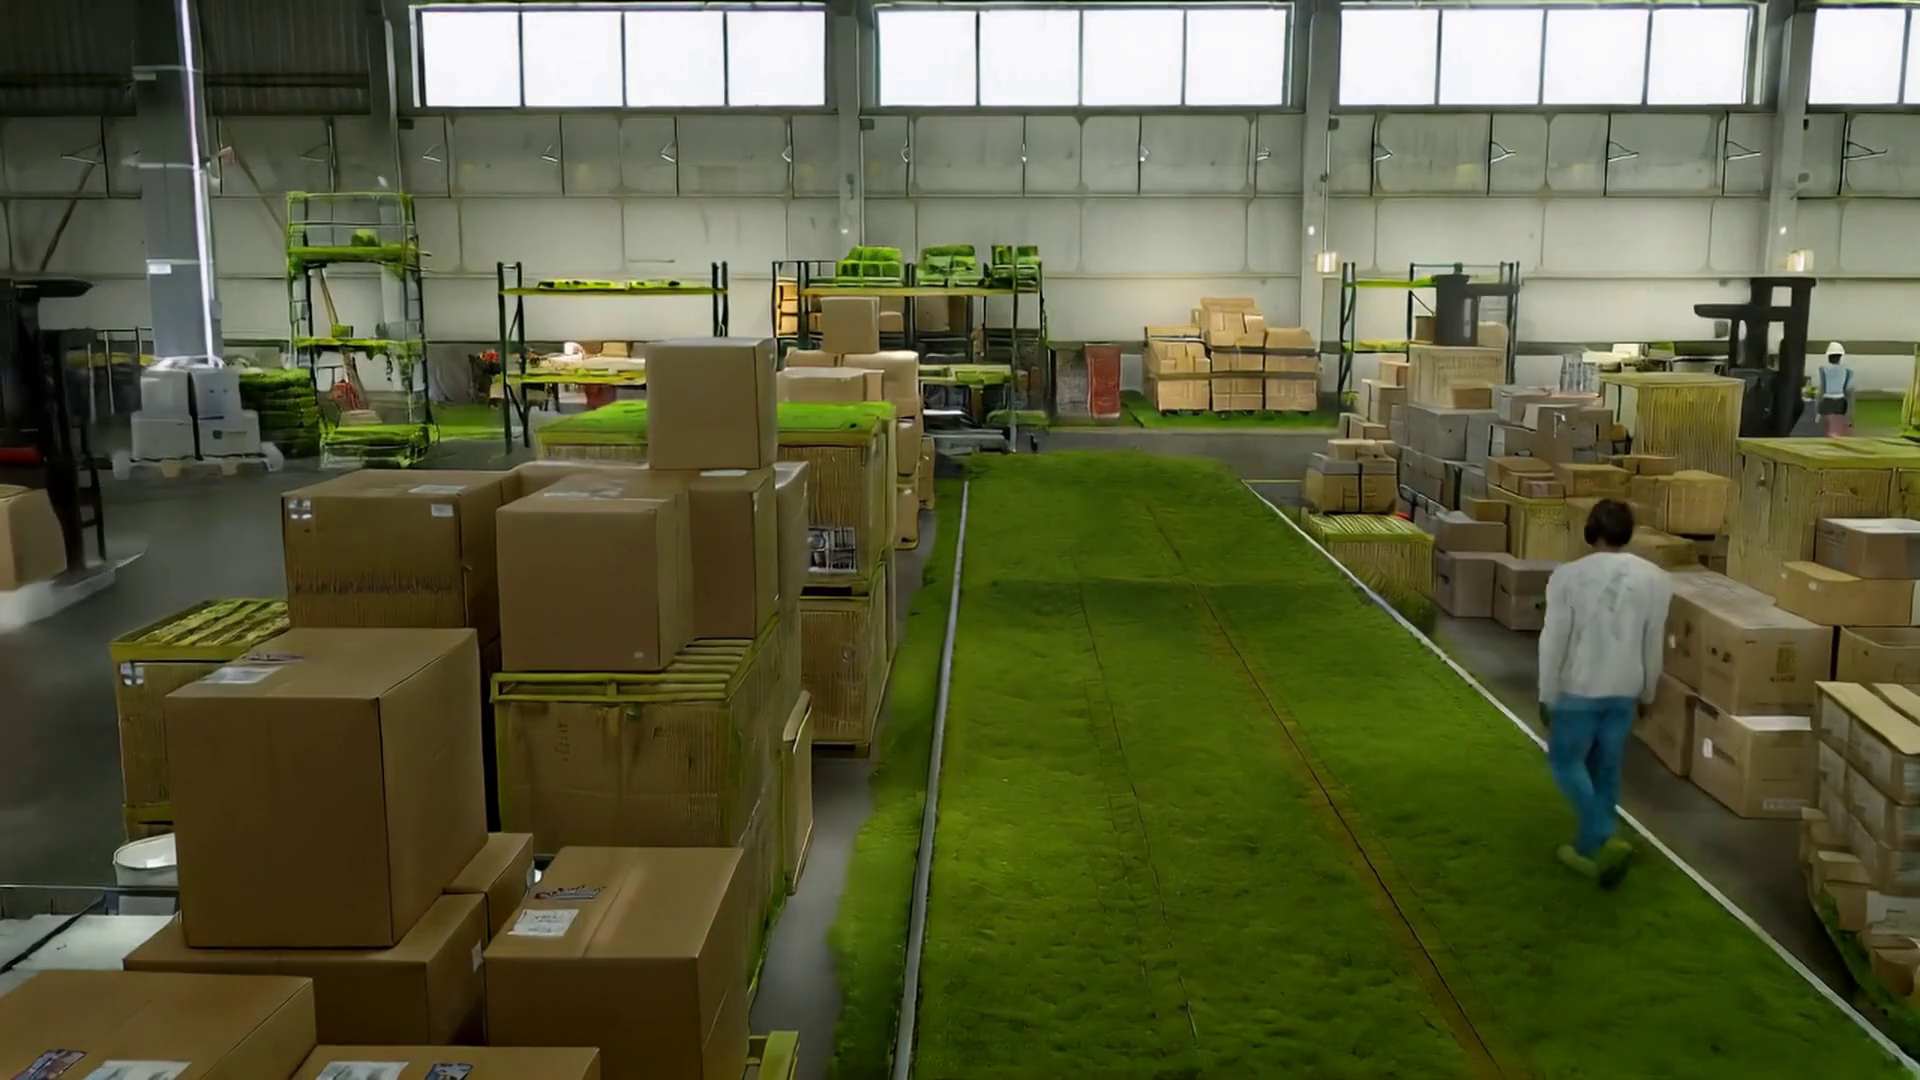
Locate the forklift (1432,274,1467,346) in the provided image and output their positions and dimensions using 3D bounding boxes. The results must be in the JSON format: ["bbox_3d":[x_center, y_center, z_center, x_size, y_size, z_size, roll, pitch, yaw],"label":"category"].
[{"bbox_3d":[8.573,-3.288,29.333,1.873,2.768,1.129,0,9,1],"label":"forklift"}]

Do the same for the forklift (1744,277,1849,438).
[{"bbox_3d":[11.681,-2.370,23.829,1.873,2.768,1.129,-3,10,-15],"label":"forklift"}]

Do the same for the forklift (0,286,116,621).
[{"bbox_3d":[-8.425,-0.801,14.436,1.129,2.768,1.873,-1,9,-3],"label":"forklift"}]

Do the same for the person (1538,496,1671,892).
[{"bbox_3d":[3.112,0.753,8.002,0.633,1.924,0.701,-2,10,-10],"label":"person"}]

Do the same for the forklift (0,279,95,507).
[{"bbox_3d":[-11.693,-1.782,20.308,1.873,2.768,1.129,-5,11,-26],"label":"forklift"}]

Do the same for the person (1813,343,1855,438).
[{"bbox_3d":[12.372,-1.845,23.645,0.550,1.895,0.949,3,10,18],"label":"person"}]
